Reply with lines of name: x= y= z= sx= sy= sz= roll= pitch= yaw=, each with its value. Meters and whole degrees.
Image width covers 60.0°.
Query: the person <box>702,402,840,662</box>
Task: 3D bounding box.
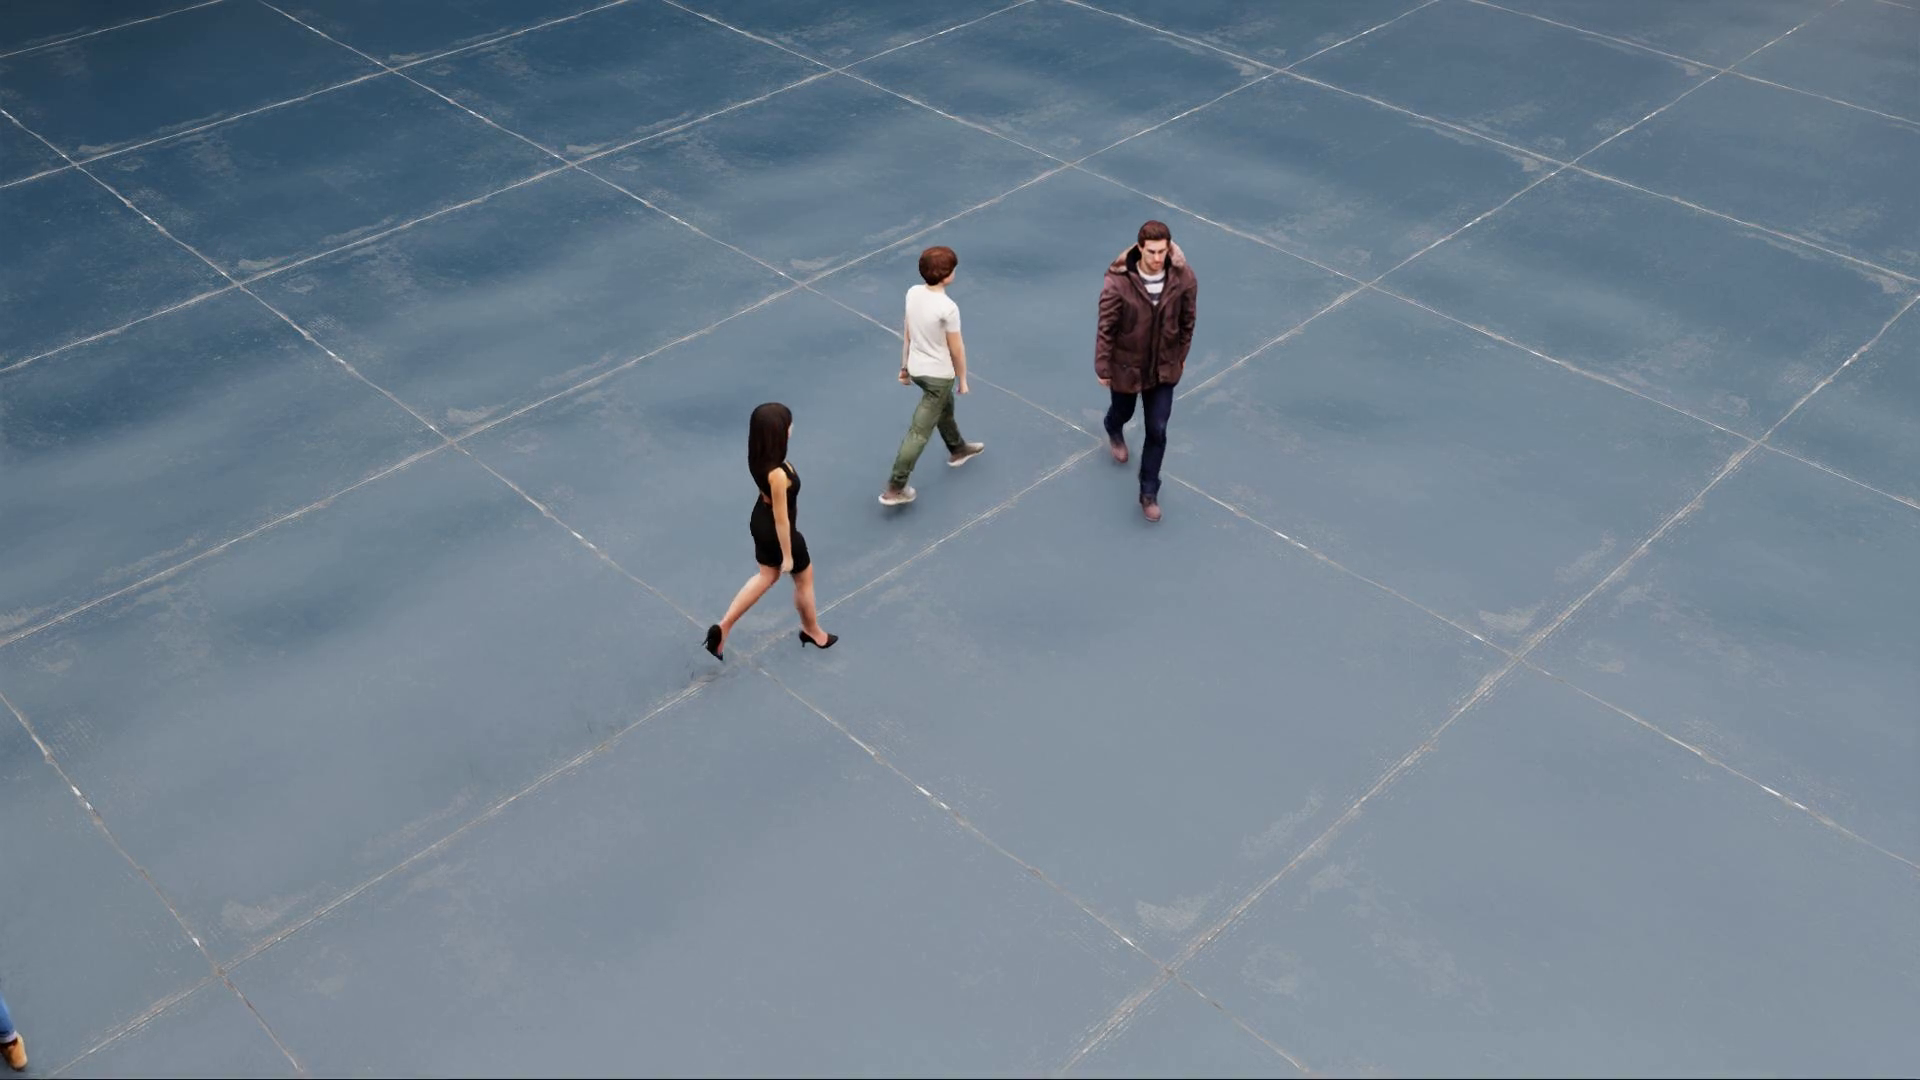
person: x=-1.028 y=0.004 z=8.619 sx=1.043 sy=1.624 sz=0.726 roll=-19 pitch=41 yaw=-23

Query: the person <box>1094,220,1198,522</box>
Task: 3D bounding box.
person: x=1.065 y=-1.090 z=9.905 sx=1.239 sy=1.809 sz=1.244 roll=-4 pitch=37 yaw=-5

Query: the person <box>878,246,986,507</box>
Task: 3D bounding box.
person: x=-0.222 y=-0.923 z=9.854 sx=1.135 sy=1.605 sz=0.576 roll=-30 pitch=46 yaw=-33
